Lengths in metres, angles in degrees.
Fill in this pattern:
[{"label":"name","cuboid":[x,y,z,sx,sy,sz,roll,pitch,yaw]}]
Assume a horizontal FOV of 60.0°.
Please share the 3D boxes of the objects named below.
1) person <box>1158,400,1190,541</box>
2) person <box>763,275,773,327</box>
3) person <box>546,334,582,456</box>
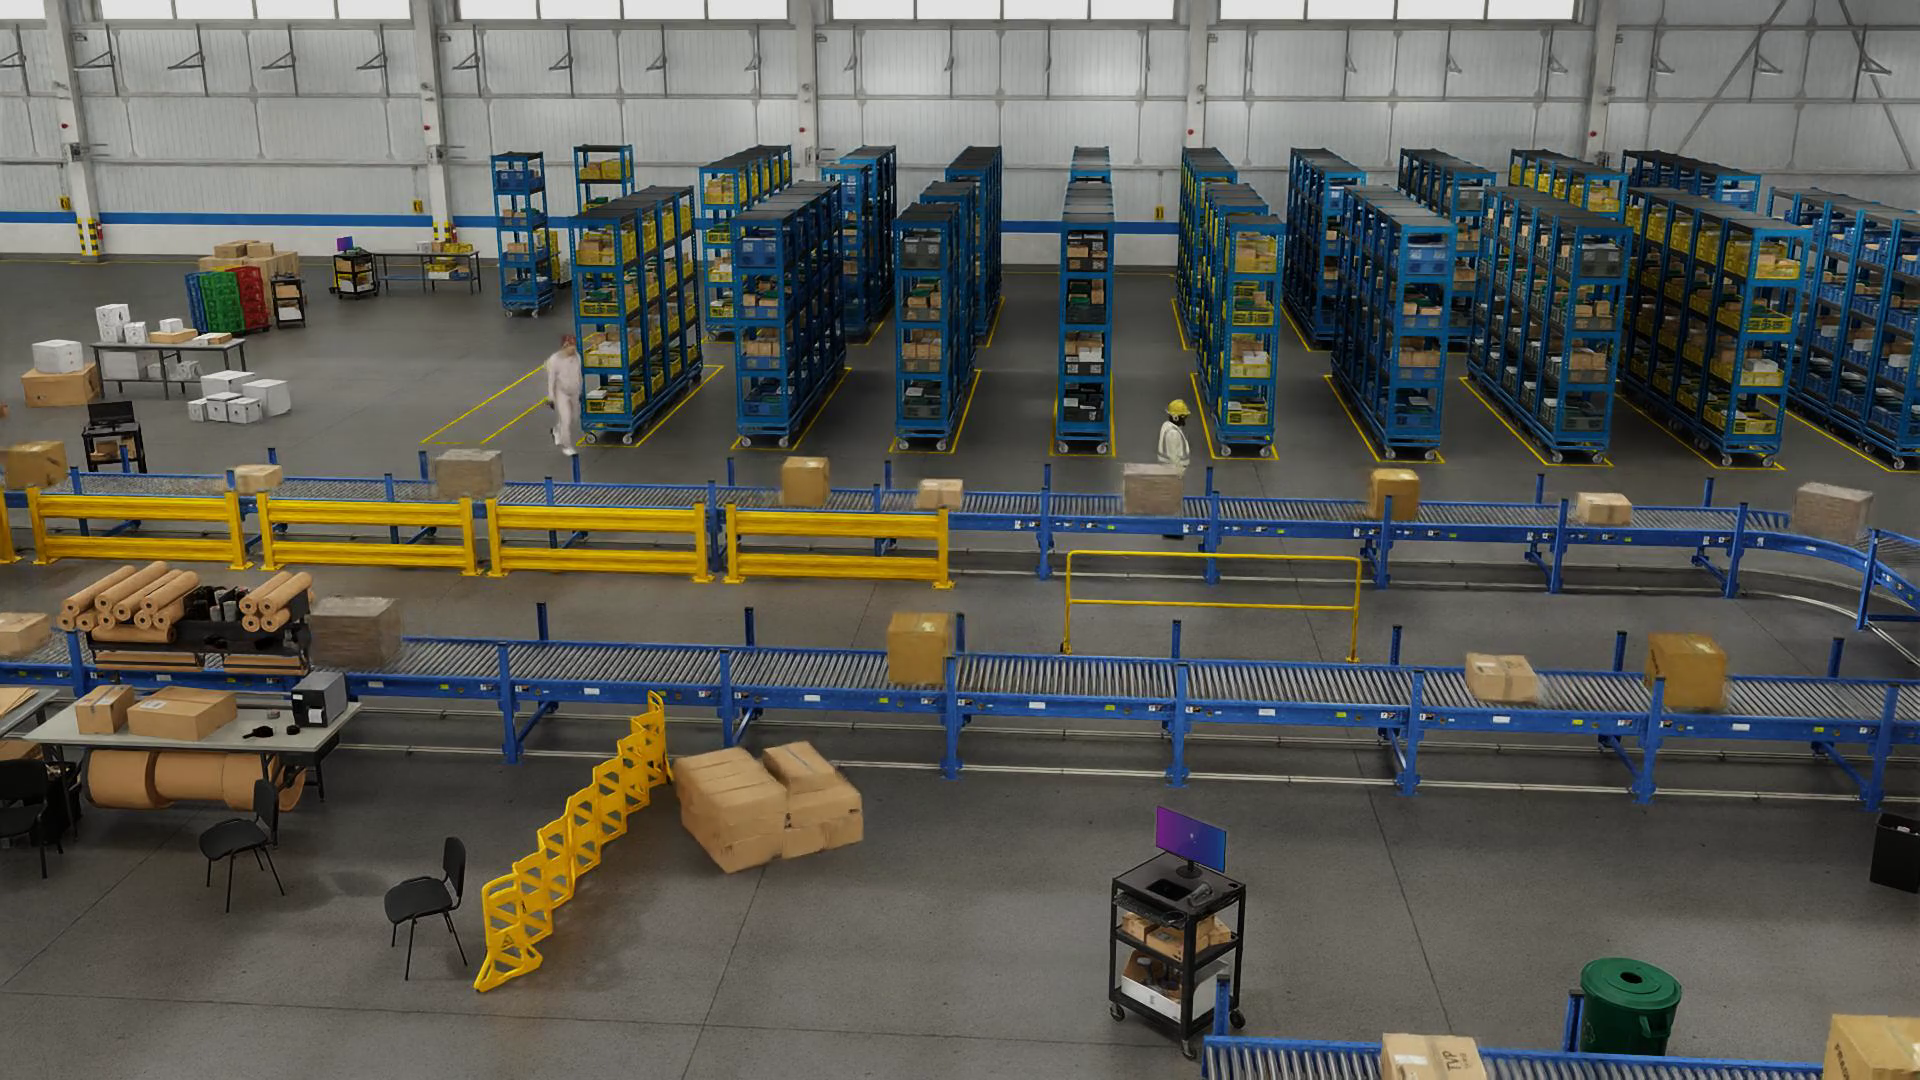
[{"label":"person","cuboid":[2.758,-0.916,21.469,0.403,1.830,0.599,0,17,-1]},{"label":"person","cuboid":[-3.671,-4.797,33.606,0.990,1.956,0.615,-4,18,-13]},{"label":"person","cuboid":[-6.137,-2.272,25.704,0.659,1.874,0.692,12,21,33]}]
